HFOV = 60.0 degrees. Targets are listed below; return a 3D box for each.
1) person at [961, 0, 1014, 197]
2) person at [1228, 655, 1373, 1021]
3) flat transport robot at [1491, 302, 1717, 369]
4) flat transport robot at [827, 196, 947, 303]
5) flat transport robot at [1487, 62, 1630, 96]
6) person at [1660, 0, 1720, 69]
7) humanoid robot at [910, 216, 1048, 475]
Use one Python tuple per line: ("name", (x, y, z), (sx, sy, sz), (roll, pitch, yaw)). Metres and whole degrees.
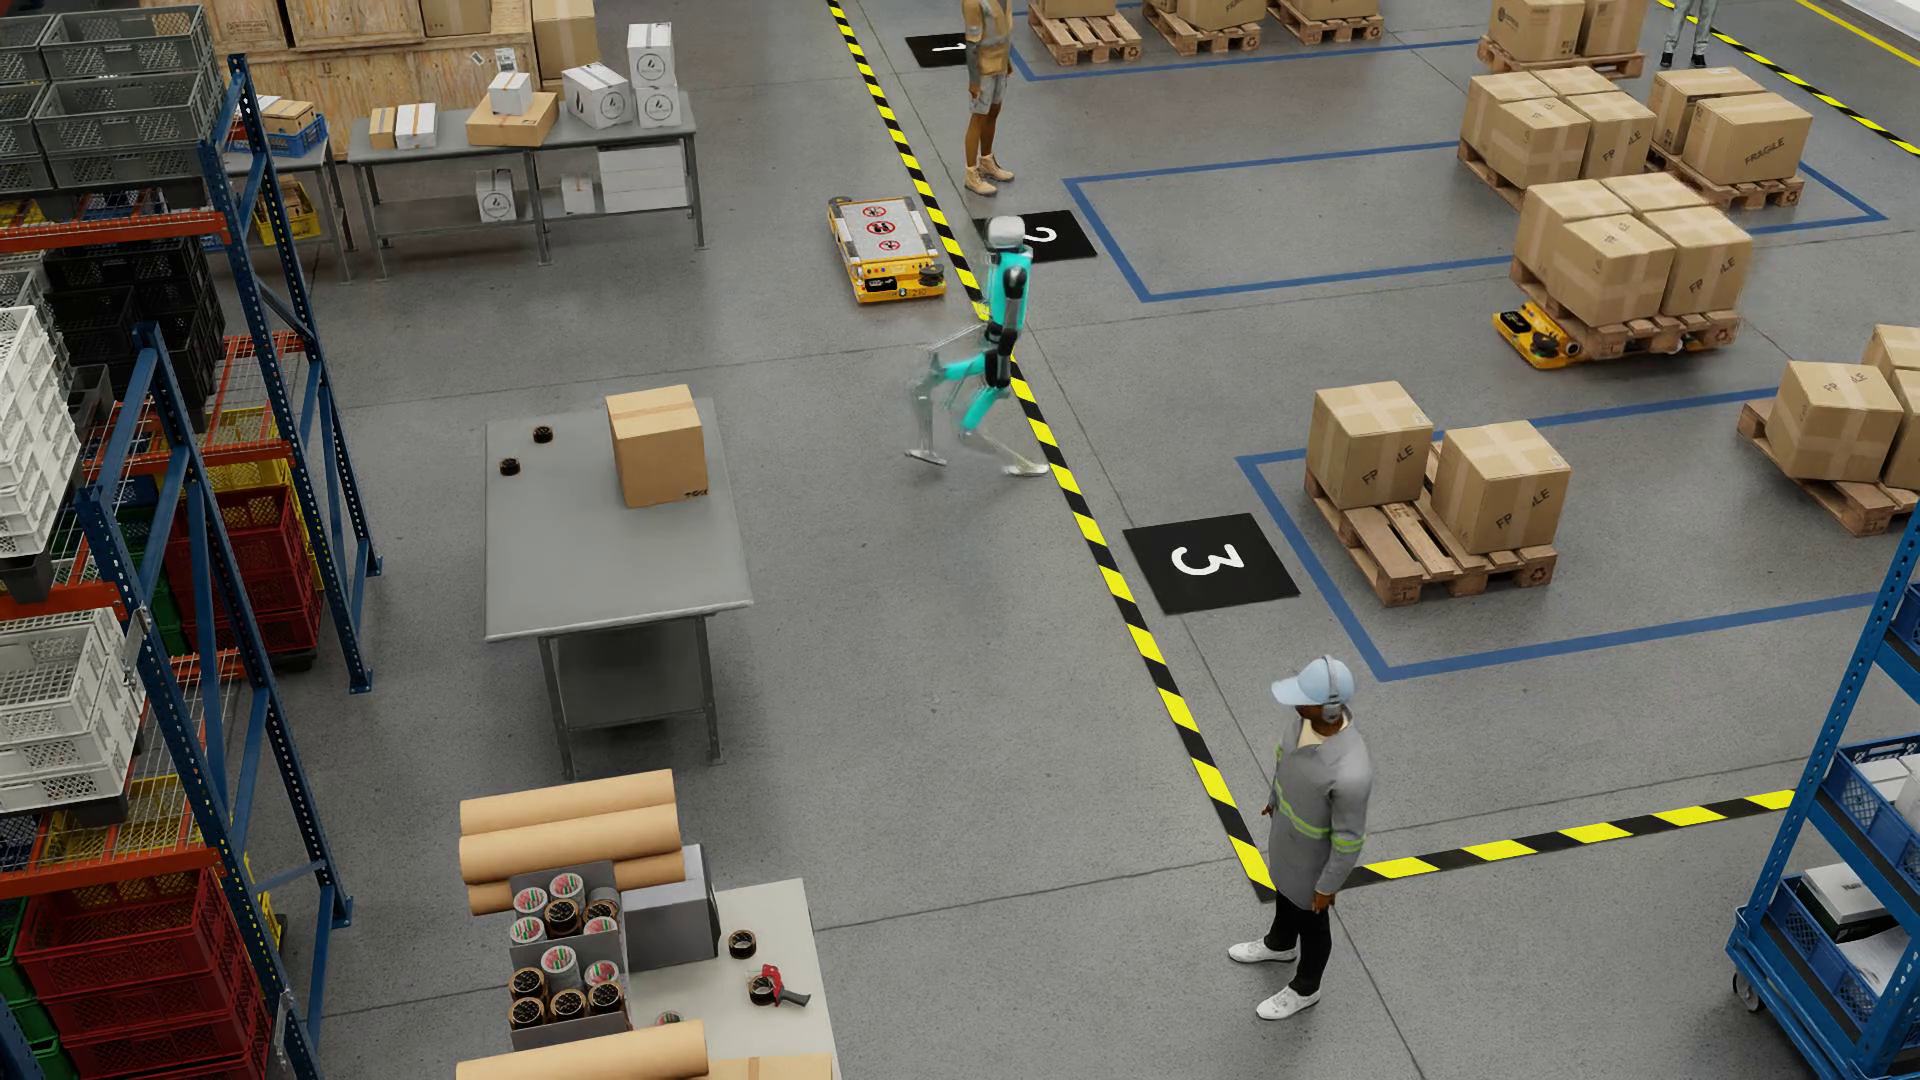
("person", (0.264, -3.730, 13.092), (0.401, 2.029, 0.610), (19, 41, 24))
("person", (1.353, 1.185, 6.634), (0.386, 1.850, 0.599), (-8, 37, -10))
("flat transport robot", (4.516, -1.508, 11.557), (1.431, 0.197, 0.652), (-8, 37, -10))
("flat transport robot", (-0.570, -2.220, 12.538), (0.659, 0.231, 1.431), (-8, 37, -10))
("flat transport robot", (5.451, -4.200, 15.175), (0.652, 0.197, 1.431), (-8, 37, -10))
("person", (6.899, -5.278, 15.333), (0.589, 1.837, 0.404), (6, 37, 8))
("humanoid robot", (0.011, -1.070, 9.809), (1.034, 1.778, 0.535), (-1, 37, -1))
